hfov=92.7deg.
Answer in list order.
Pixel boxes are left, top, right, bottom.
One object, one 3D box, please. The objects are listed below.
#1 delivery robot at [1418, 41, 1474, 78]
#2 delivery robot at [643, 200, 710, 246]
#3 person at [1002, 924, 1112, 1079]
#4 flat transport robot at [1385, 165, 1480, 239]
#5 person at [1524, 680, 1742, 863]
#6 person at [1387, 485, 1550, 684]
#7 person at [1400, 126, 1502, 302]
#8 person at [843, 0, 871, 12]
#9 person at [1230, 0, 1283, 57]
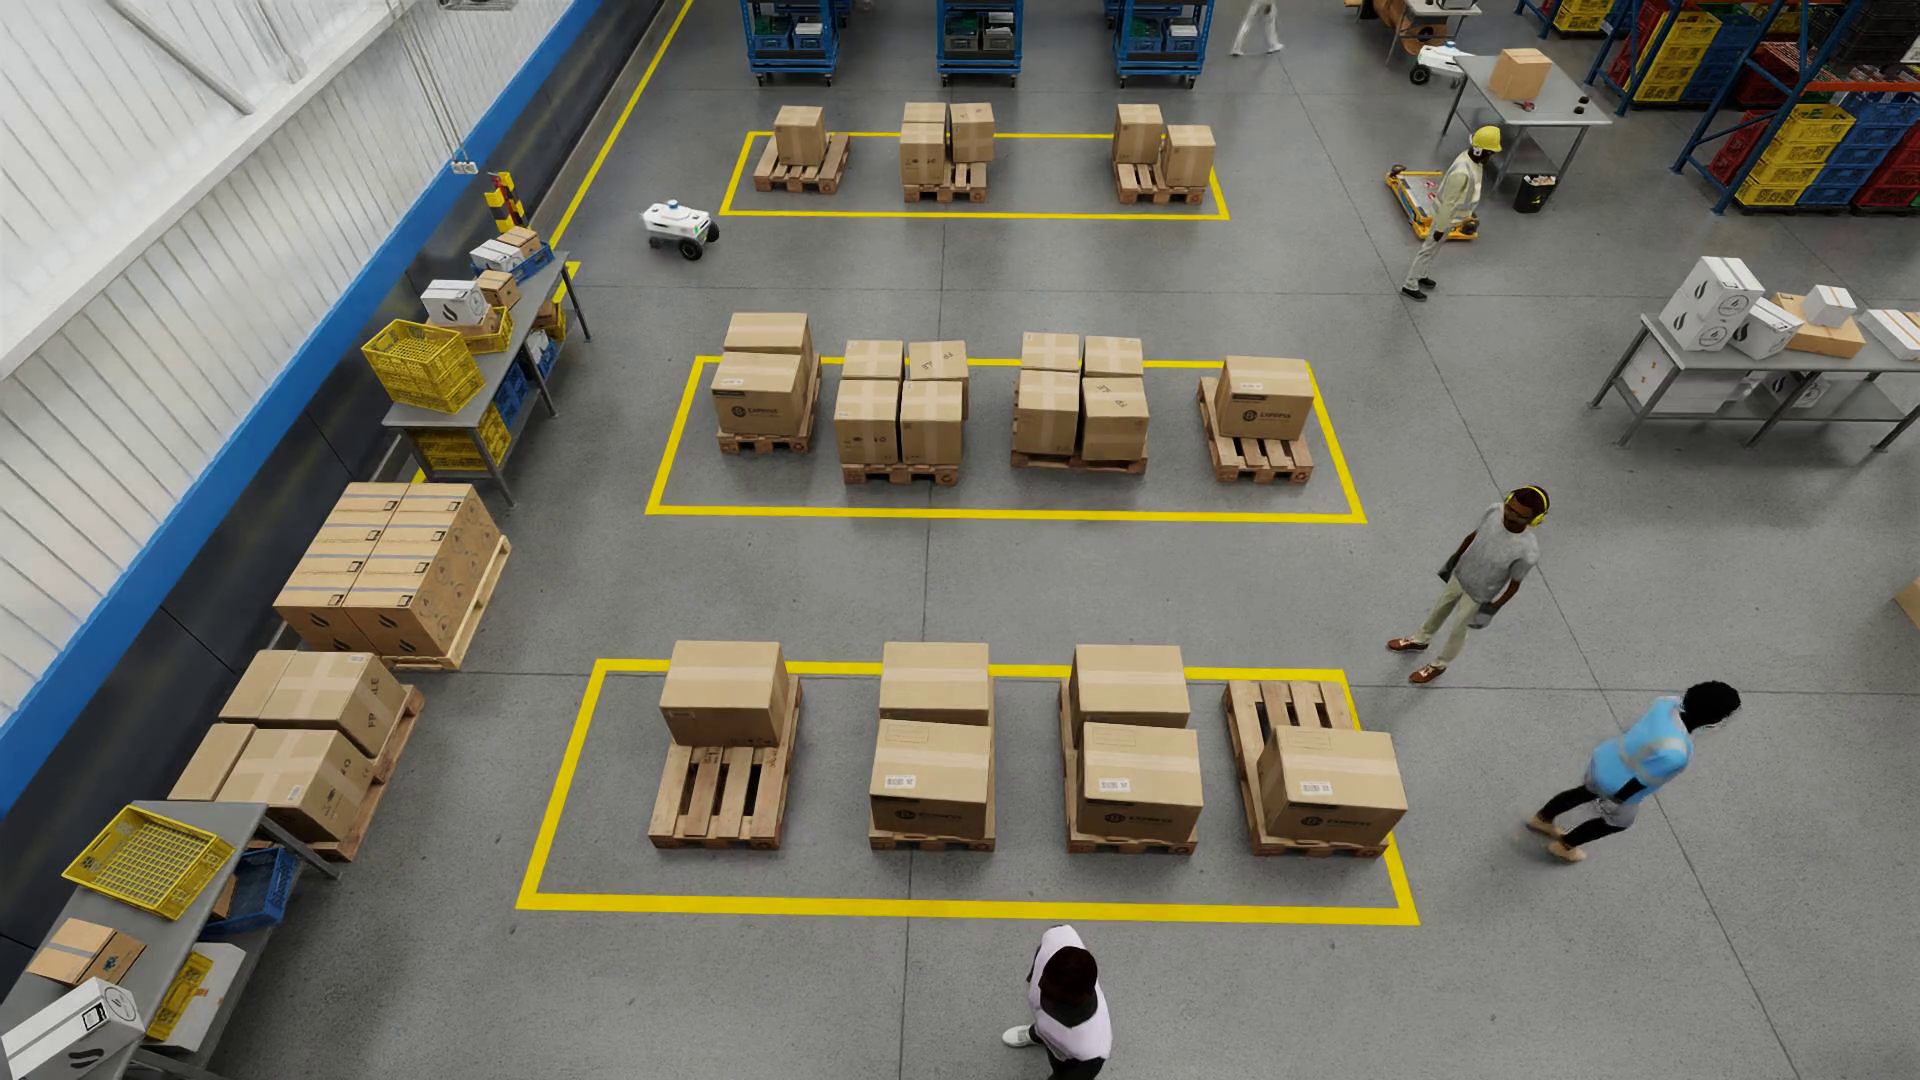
[{"bbox_3d":[7.029,-6.960,13.293,0.707,0.478,0.477,24,53,19],"label":"delivery robot"},{"bbox_3d":[-3.205,-3.607,10.391,0.707,0.478,0.477,14,50,11],"label":"delivery robot"},{"bbox_3d":[0.486,2.328,4.418,0.392,1.920,0.587,-13,50,-11],"label":"person"},{"bbox_3d":[5.692,-4.094,11.059,0.652,0.197,1.431,1,49,1],"label":"flat transport robot"},{"bbox_3d":[3.912,1.362,5.411,0.394,1.667,0.569,18,52,15],"label":"person"},{"bbox_3d":[3.442,0.313,6.190,0.319,1.876,0.532,-10,50,-8],"label":"person"},{"bbox_3d":[5.013,-3.324,9.374,0.403,1.823,0.595,27,54,22],"label":"person"},{"bbox_3d":[-1.702,-9.600,14.695,0.617,1.990,0.393,18,51,15],"label":"person"},{"bbox_3d":[4.554,-8.045,13.609,0.883,1.583,0.523,-16,51,-13],"label":"person"}]
